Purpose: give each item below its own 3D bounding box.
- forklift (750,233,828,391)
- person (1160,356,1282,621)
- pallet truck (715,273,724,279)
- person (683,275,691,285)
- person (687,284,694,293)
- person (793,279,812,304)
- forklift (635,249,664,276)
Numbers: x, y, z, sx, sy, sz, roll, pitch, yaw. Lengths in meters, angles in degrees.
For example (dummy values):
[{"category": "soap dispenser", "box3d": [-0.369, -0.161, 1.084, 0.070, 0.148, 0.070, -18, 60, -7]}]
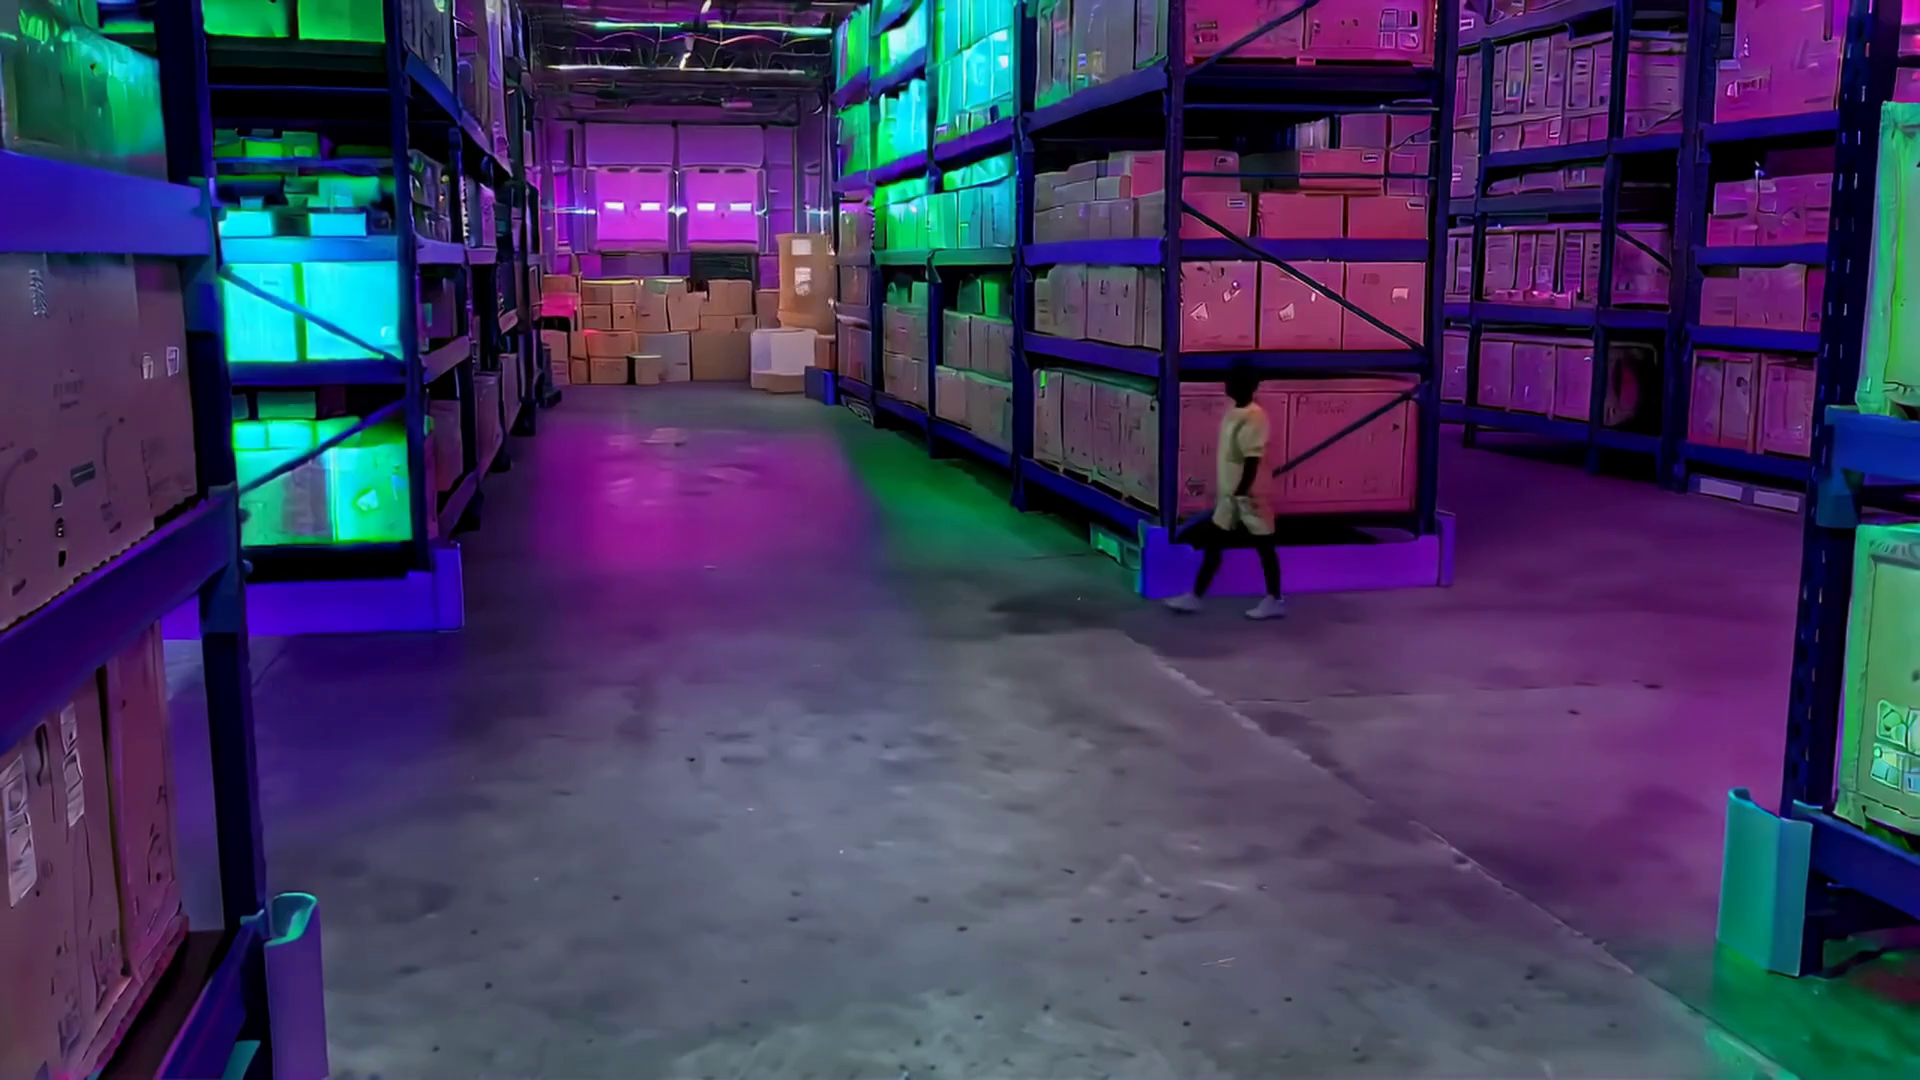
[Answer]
[{"category": "forklift", "box3d": [-2.861, -4.159, 30.173, 1.129, 2.768, 1.873, 6, 11, 32]}, {"category": "person", "box3d": [1.661, -0.302, 10.338, 0.820, 1.656, 0.557, -2, 10, -13]}, {"category": "pallet truck", "box3d": [-8.580, -8.986, 62.280, 1.885, 1.965, 0.823, 1, 9, 5]}, {"category": "person", "box3d": [-10.051, -8.804, 61.385, 0.585, 1.928, 0.368, 5, 10, 27]}, {"category": "person", "box3d": [-6.092, -4.813, 37.326, 0.429, 1.839, 0.634, -6, 11, -34]}, {"category": "person", "box3d": [-2.907, -3.882, 31.174, 0.379, 1.996, 0.611, -6, 11, -32]}, {"category": "forklift", "box3d": [-10.500, -8.463, 56.408, 1.129, 2.768, 1.873, -7, 12, -38]}]
